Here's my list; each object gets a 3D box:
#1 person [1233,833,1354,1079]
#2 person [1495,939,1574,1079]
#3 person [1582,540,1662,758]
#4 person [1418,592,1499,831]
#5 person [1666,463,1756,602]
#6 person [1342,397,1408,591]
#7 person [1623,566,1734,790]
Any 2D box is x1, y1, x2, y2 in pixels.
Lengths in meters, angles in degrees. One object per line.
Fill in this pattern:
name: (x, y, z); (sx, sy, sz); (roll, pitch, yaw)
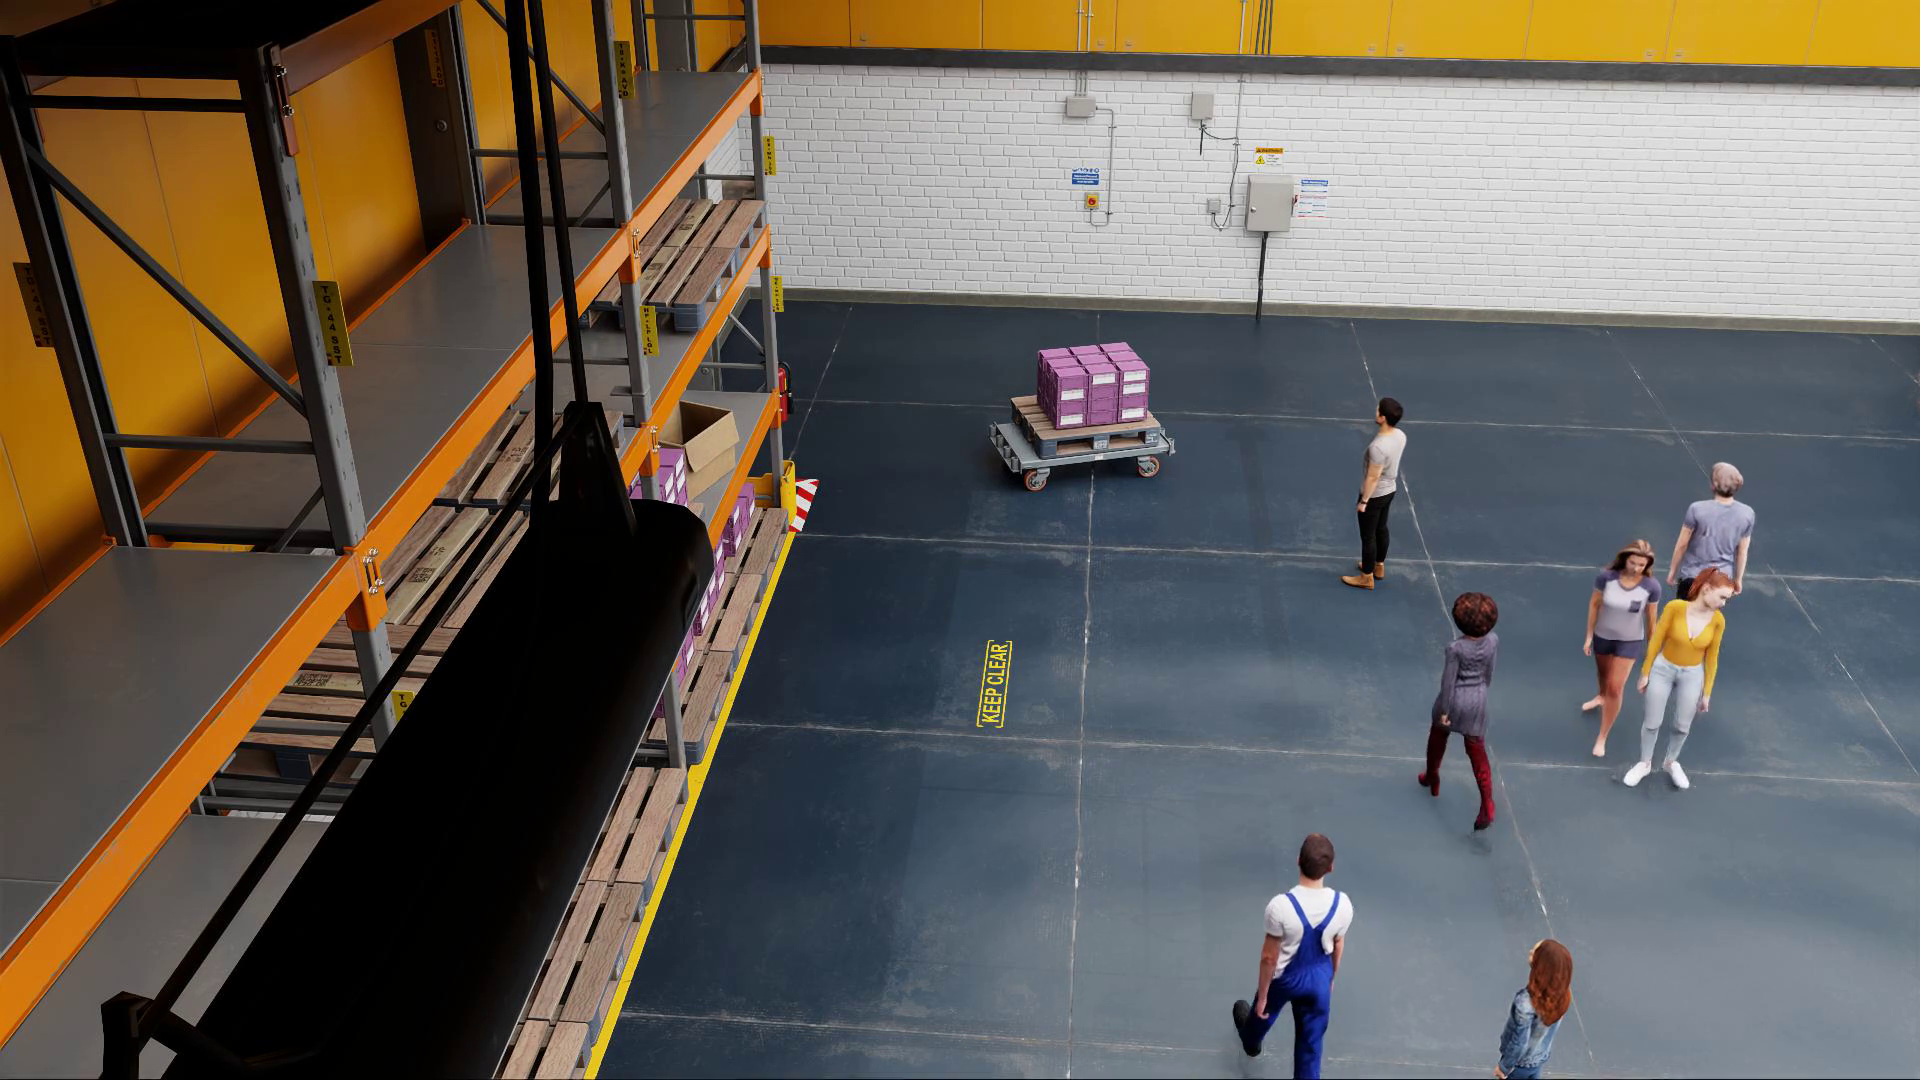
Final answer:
person: (1.800, 2.418, 8.716); (0.739, 1.802, 1.228); (-2, 29, -4)
person: (2.946, 2.651, 8.629); (0.626, 1.477, 0.700); (-25, 37, -38)
person: (4.765, 0.686, 12.033); (1.094, 1.666, 0.968); (-25, 37, -38)
person: (3.420, 1.163, 11.141); (0.798, 1.682, 1.140); (-6, 29, -11)
person: (5.589, 0.356, 12.451); (0.676, 1.846, 1.164); (4, 29, 7)
person: (3.514, -0.406, 13.975); (0.750, 1.724, 0.658); (23, 36, 35)
person: (4.902, 0.962, 11.470); (0.690, 1.721, 0.625); (17, 33, 28)
